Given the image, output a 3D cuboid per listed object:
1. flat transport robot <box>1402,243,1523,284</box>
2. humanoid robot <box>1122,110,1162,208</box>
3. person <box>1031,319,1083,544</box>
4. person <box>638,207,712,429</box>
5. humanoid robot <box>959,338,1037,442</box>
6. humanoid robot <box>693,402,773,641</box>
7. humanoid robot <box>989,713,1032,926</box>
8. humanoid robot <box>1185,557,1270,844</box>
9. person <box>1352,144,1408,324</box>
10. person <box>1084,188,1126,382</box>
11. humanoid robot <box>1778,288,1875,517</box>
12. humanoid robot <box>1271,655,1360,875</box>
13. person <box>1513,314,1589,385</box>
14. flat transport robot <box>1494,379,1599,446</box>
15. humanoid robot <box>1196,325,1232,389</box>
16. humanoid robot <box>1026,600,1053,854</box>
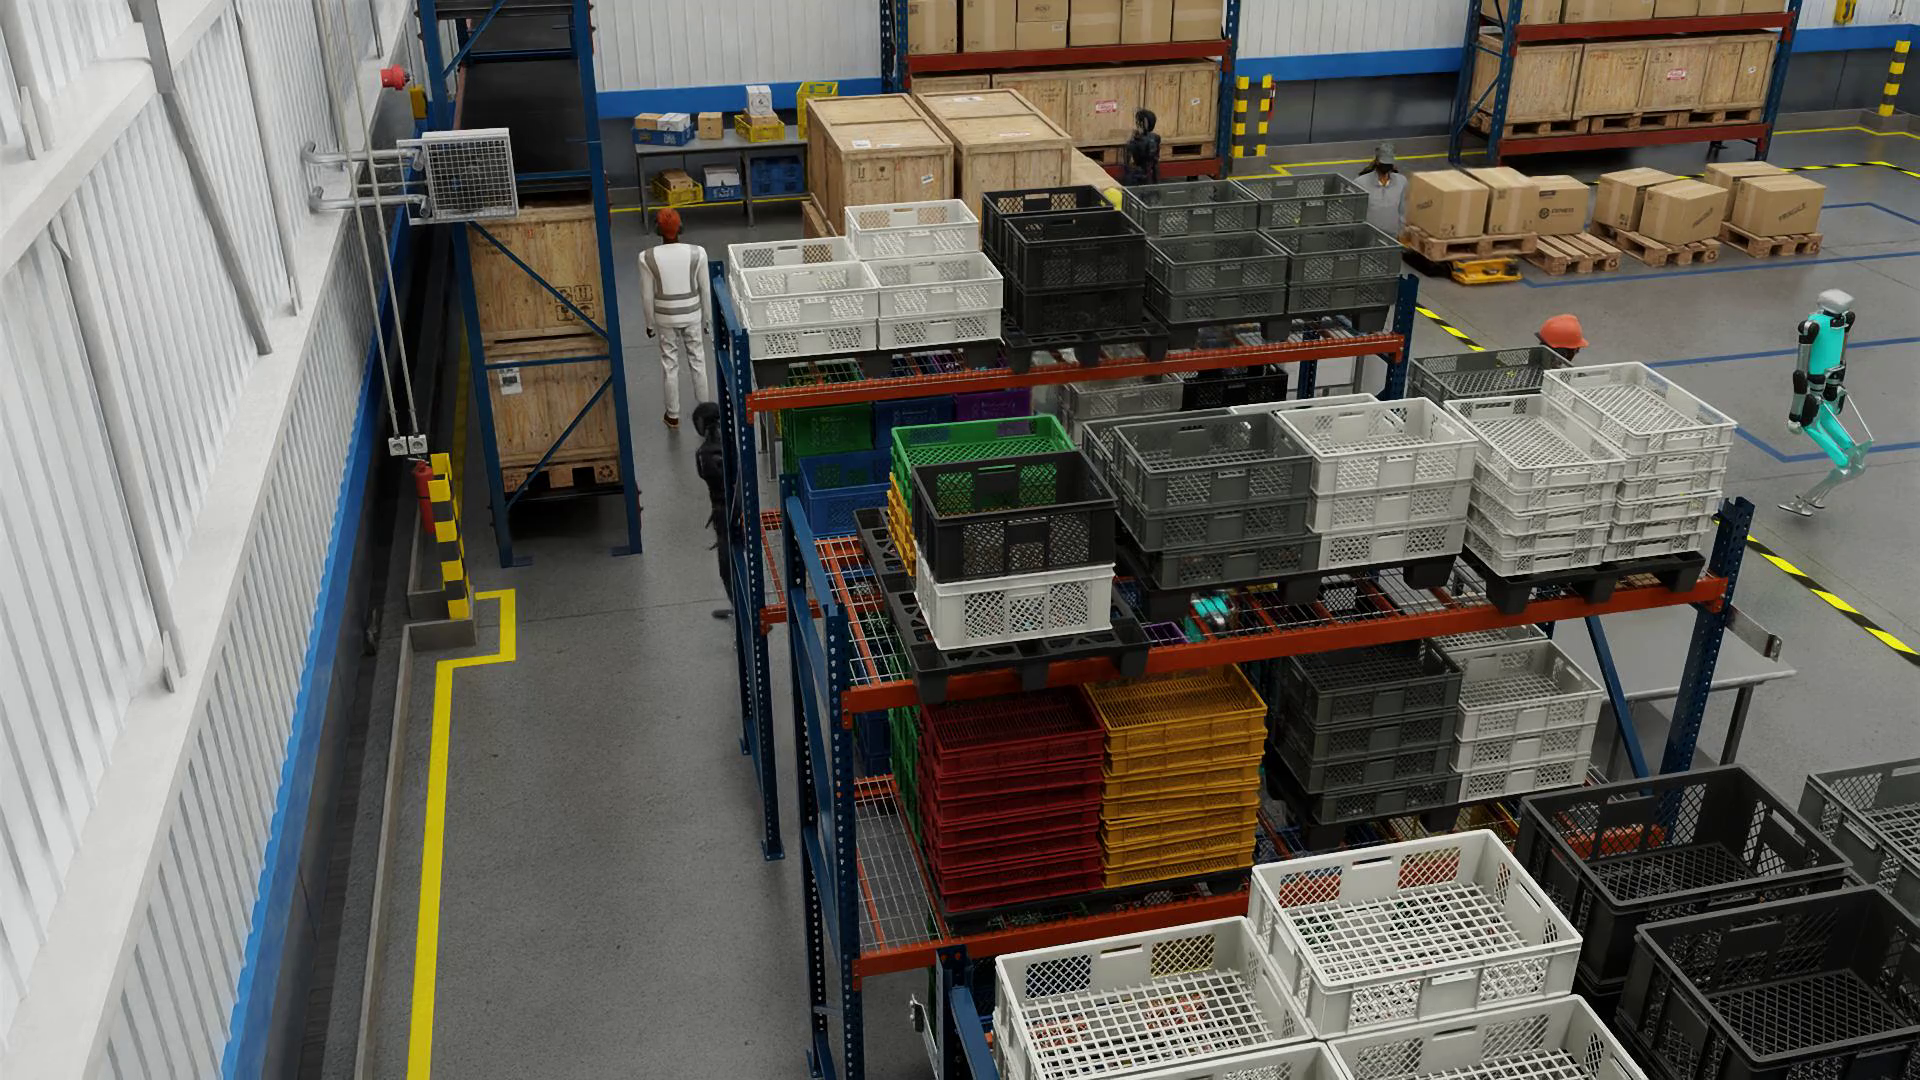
[{"bbox_3d":[5.384,-3.076,17.853,0.652,0.197,1.431,-6,28,-12],"label":"flat transport robot"},{"bbox_3d":[1.927,-3.765,17.733,0.799,1.619,0.609,24,36,38],"label":"humanoid robot"},{"bbox_3d":[0.597,-0.777,11.733,0.481,1.940,0.637,-11,30,-21],"label":"person"},{"bbox_3d":[-2.334,-1.831,13.788,0.574,1.884,0.356,-7,29,-13],"label":"person"},{"bbox_3d":[0.300,-0.504,11.321,0.534,1.692,0.739,-4,28,-8],"label":"humanoid robot"},{"bbox_3d":[-1.482,-0.135,10.788,0.384,1.641,0.596,-8,29,-15],"label":"humanoid robot"},{"bbox_3d":[0.224,1.170,8.178,0.723,1.722,0.531,10,30,19],"label":"humanoid robot"},{"bbox_3d":[1.477,0.876,8.749,0.692,1.740,0.530,-3,28,-6],"label":"humanoid robot"},{"bbox_3d":[3.991,-2.947,16.026,0.572,1.768,0.397,-4,28,-7],"label":"person"},{"bbox_3d":[1.283,-2.179,14.511,0.593,1.825,0.404,5,28,9],"label":"person"},{"bbox_3d":[6.402,-0.946,12.118,0.533,1.681,0.735,-16,32,-27],"label":"humanoid robot"},{"bbox_3d":[1.801,1.184,8.319,0.613,1.641,0.608,-11,30,-20],"label":"humanoid robot"},{"bbox_3d":[3.887,-0.545,11.181,0.371,2.042,0.613,-5,28,-10],"label":"person"},{"bbox_3d":[4.780,-1.036,14.013,0.659,0.231,1.431,-6,28,-12],"label":"flat transport robot"},{"bbox_3d":[2.010,-1.097,12.675,0.744,1.638,0.591,0,28,-1],"label":"humanoid robot"},{"bbox_3d":[0.500,0.920,8.704,0.851,1.741,0.565,-11,30,-19],"label":"humanoid robot"}]
